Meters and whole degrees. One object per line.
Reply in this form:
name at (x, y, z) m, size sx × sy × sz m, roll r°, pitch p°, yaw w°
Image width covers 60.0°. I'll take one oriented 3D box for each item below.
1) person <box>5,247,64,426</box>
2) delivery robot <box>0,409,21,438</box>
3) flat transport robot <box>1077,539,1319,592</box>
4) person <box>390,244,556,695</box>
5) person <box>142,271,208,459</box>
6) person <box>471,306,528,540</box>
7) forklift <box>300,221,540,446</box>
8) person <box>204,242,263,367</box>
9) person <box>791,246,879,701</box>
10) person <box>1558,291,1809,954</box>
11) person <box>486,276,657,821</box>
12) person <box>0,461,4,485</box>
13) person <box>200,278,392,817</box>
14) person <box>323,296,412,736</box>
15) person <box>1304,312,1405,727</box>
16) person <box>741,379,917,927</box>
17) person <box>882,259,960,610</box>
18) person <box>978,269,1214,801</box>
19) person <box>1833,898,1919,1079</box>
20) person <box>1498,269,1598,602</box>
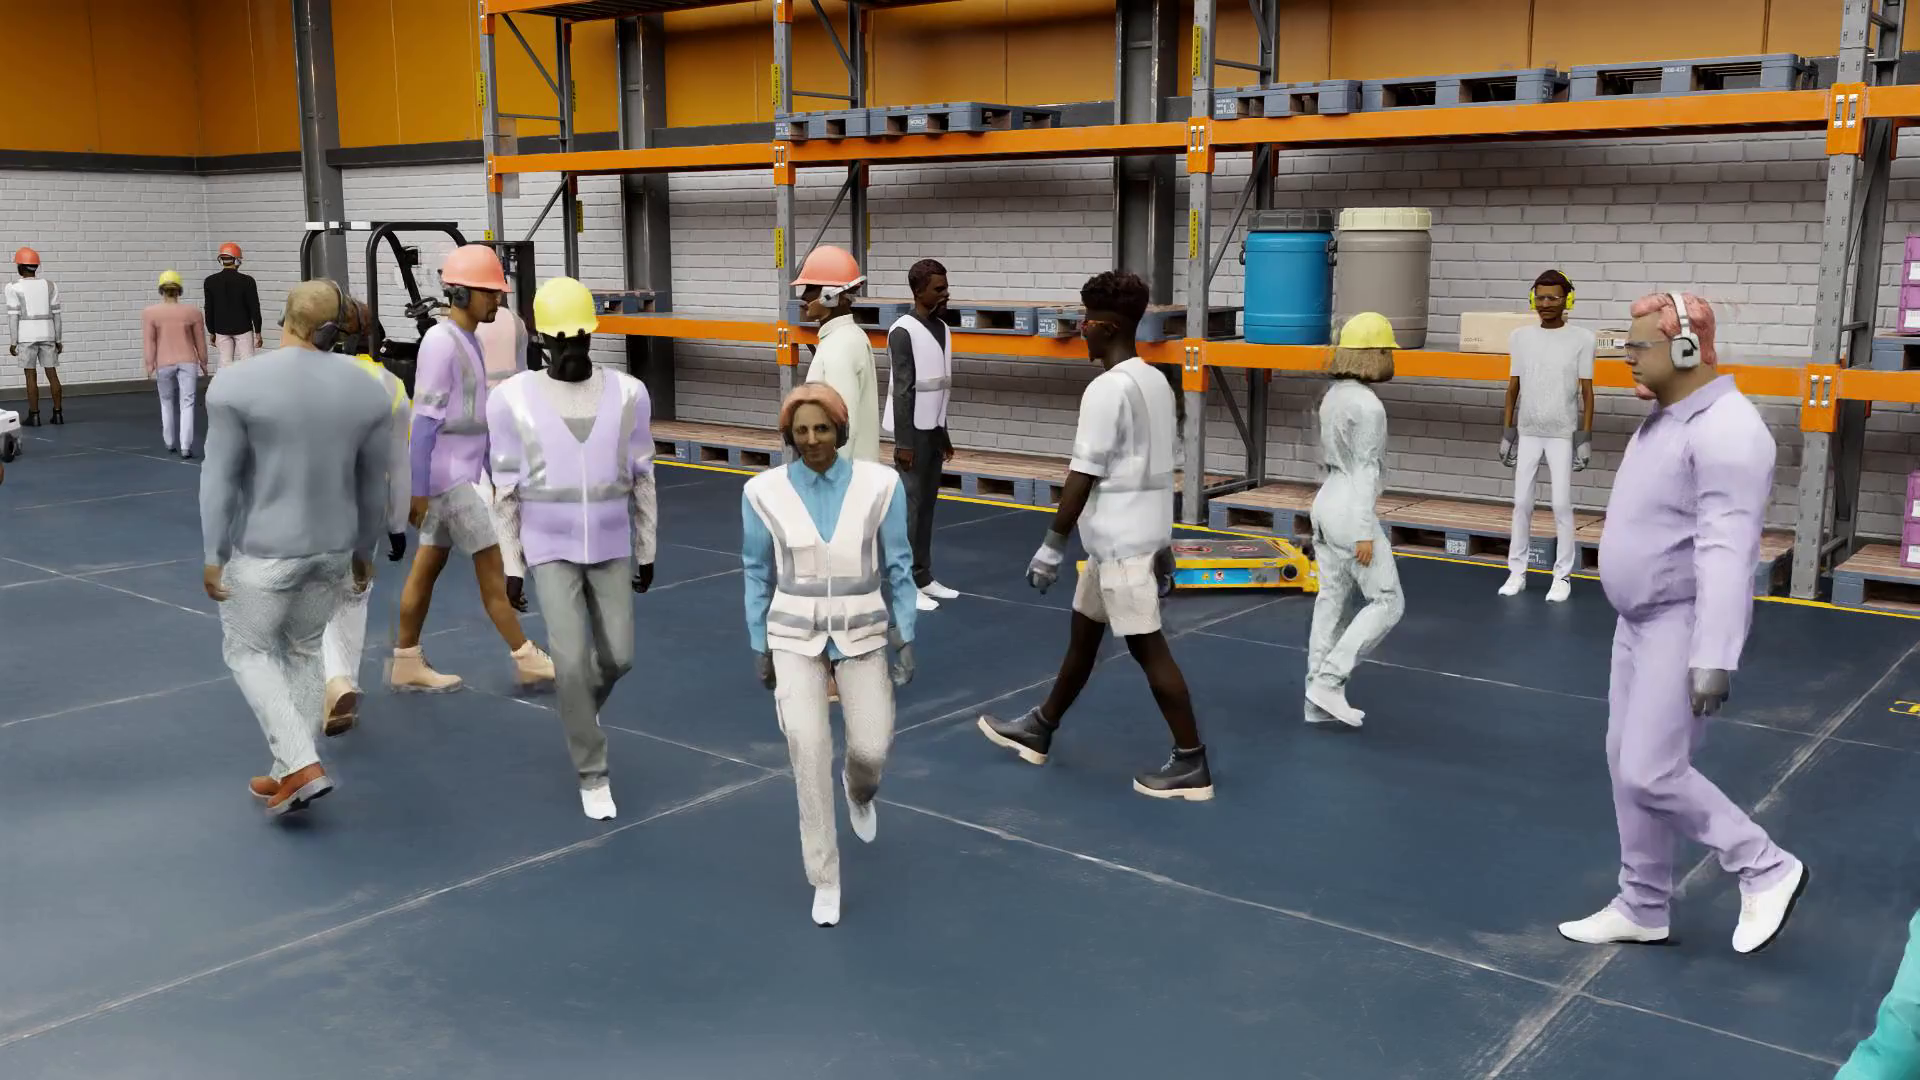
person at (-10.086, -2.208, 18.138) m, size 0.343 × 1.942 × 0.552 m, roll 8°, pitch 13°, yaw 39°
delivery robot at (-8.955, -1.054, 15.329) m, size 0.477 × 0.478 × 0.707 m, roll -2°, pitch 11°, yaw -12°
flat transport robot at (1.433, 0.145, 9.733) m, size 1.431 × 0.197 × 0.652 m, roll -1°, pitch 10°, yaw -3°
person at (-2.117, -0.290, 7.363) m, size 0.983 × 1.992 × 0.625 m, roll -2°, pitch 10°, yaw -9°
person at (-7.355, -1.647, 15.615) m, size 0.543 × 1.720 × 0.888 m, roll -5°, pitch 11°, yaw -26°
person at (-3.125, -0.845, 10.886) m, size 0.447 × 1.832 × 0.651 m, roll 7°, pitch 13°, yaw 35°
forklift at (-4.922, -1.741, 14.854) m, size 1.214 × 2.155 × 2.313 m, roll 8°, pitch 13°, yaw 38°
person at (-8.278, -2.391, 19.008) m, size 0.624 × 1.990 × 0.396 m, roll 0°, pitch 10°, yaw 0°
person at (-0.544, -0.288, 7.347) m, size 0.379 × 1.996 × 0.609 m, roll 0°, pitch 10°, yaw 1°
person at (2.037, 0.256, 4.639) m, size 0.523 × 1.884 × 0.658 m, roll 1°, pitch 10°, yaw 4°
person at (-1.389, 0.009, 5.981) m, size 0.589 × 1.902 × 0.667 m, roll -5°, pitch 11°, yaw -26°
person at (-5.167, -0.473, 8.253) m, size 0.707 × 2.000 × 0.992 m, roll -6°, pitch 12°, yaw -29°
person at (-2.335, 0.037, 5.832) m, size 0.477 × 1.892 × 0.661 m, roll 8°, pitch 13°, yaw 39°
person at (-2.551, -0.083, 6.754) m, size 0.640 × 1.803 × 0.696 m, roll -7°, pitch 12°, yaw -32°
person at (1.624, -0.070, 6.872) m, size 0.386 × 1.728 × 0.496 m, roll -2°, pitch 10°, yaw -9°
person at (-0.400, 0.308, 5.082) m, size 0.523 × 1.616 × 0.582 m, roll -1°, pitch 10°, yaw -7°
person at (-0.220, -0.590, 9.240) m, size 0.395 × 1.919 × 0.590 m, roll 4°, pitch 11°, yaw 22°
person at (0.521, -0.024, 6.112) m, size 1.004 × 1.910 × 0.607 m, roll 4°, pitch 11°, yaw 22°
person at (1.920, 0.652, 2.926) m, size 0.918 × 1.717 × 0.540 m, roll 4°, pitch 11°, yaw 19°
person at (3.306, -0.584, 9.377) m, size 0.514 × 1.861 × 0.321 m, roll 8°, pitch 13°, yaw 37°
